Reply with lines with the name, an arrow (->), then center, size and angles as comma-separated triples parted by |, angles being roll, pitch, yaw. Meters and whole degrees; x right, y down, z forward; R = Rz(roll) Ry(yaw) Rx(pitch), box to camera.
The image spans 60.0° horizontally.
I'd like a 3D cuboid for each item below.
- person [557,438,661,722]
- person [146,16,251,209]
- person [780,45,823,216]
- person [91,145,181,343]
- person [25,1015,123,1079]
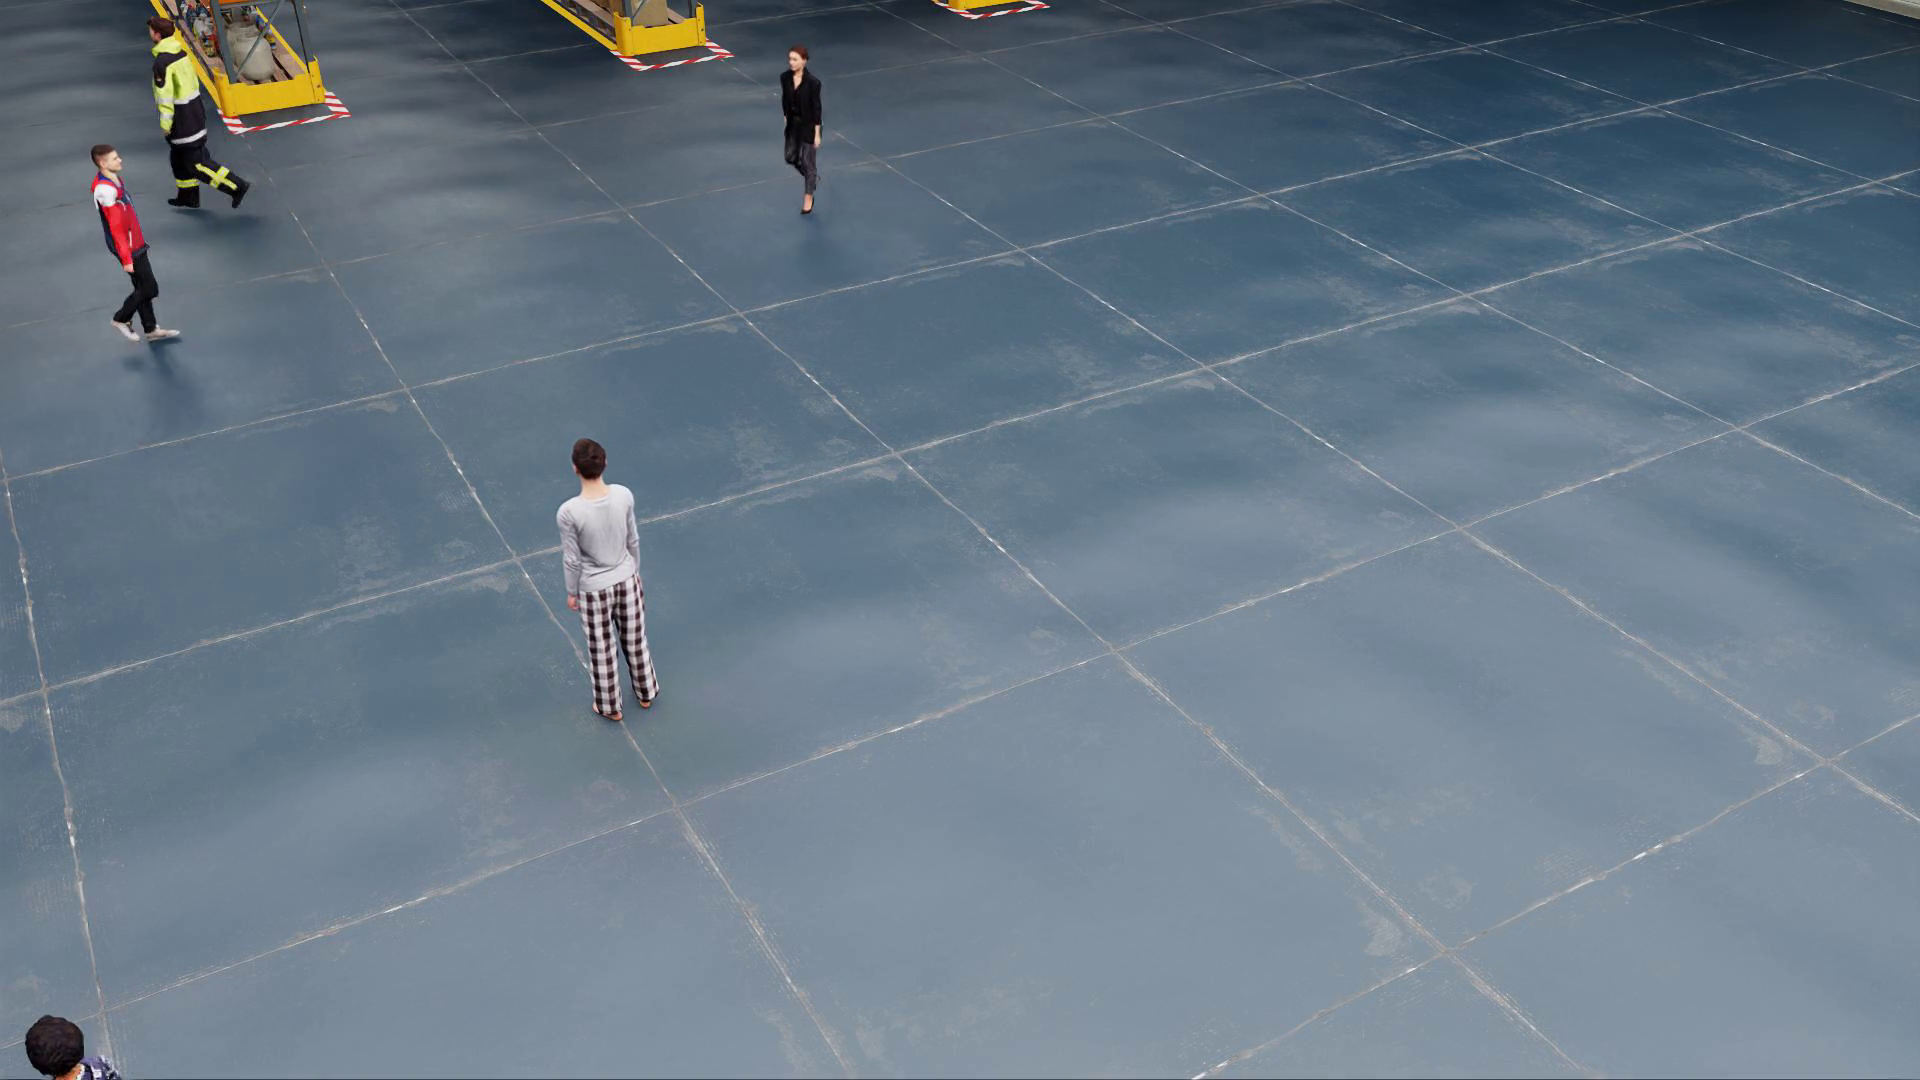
person -> -2.056, 0.243, 9.698 | 0.639, 1.847, 0.554 | -21, 38, -29
person -> -7.717, -4.232, 16.693 | 1.136, 1.954, 1.232 | -2, 32, -4
person -> -1.533, -4.172, 16.829 | 0.803, 1.707, 0.865 | 16, 35, 23
person -> -7.137, -2.477, 14.100 | 0.803, 1.751, 0.753 | -8, 33, -12
person -> -3.513, 2.431, 6.793 | 0.674, 1.246, 0.609 | 22, 38, 30
